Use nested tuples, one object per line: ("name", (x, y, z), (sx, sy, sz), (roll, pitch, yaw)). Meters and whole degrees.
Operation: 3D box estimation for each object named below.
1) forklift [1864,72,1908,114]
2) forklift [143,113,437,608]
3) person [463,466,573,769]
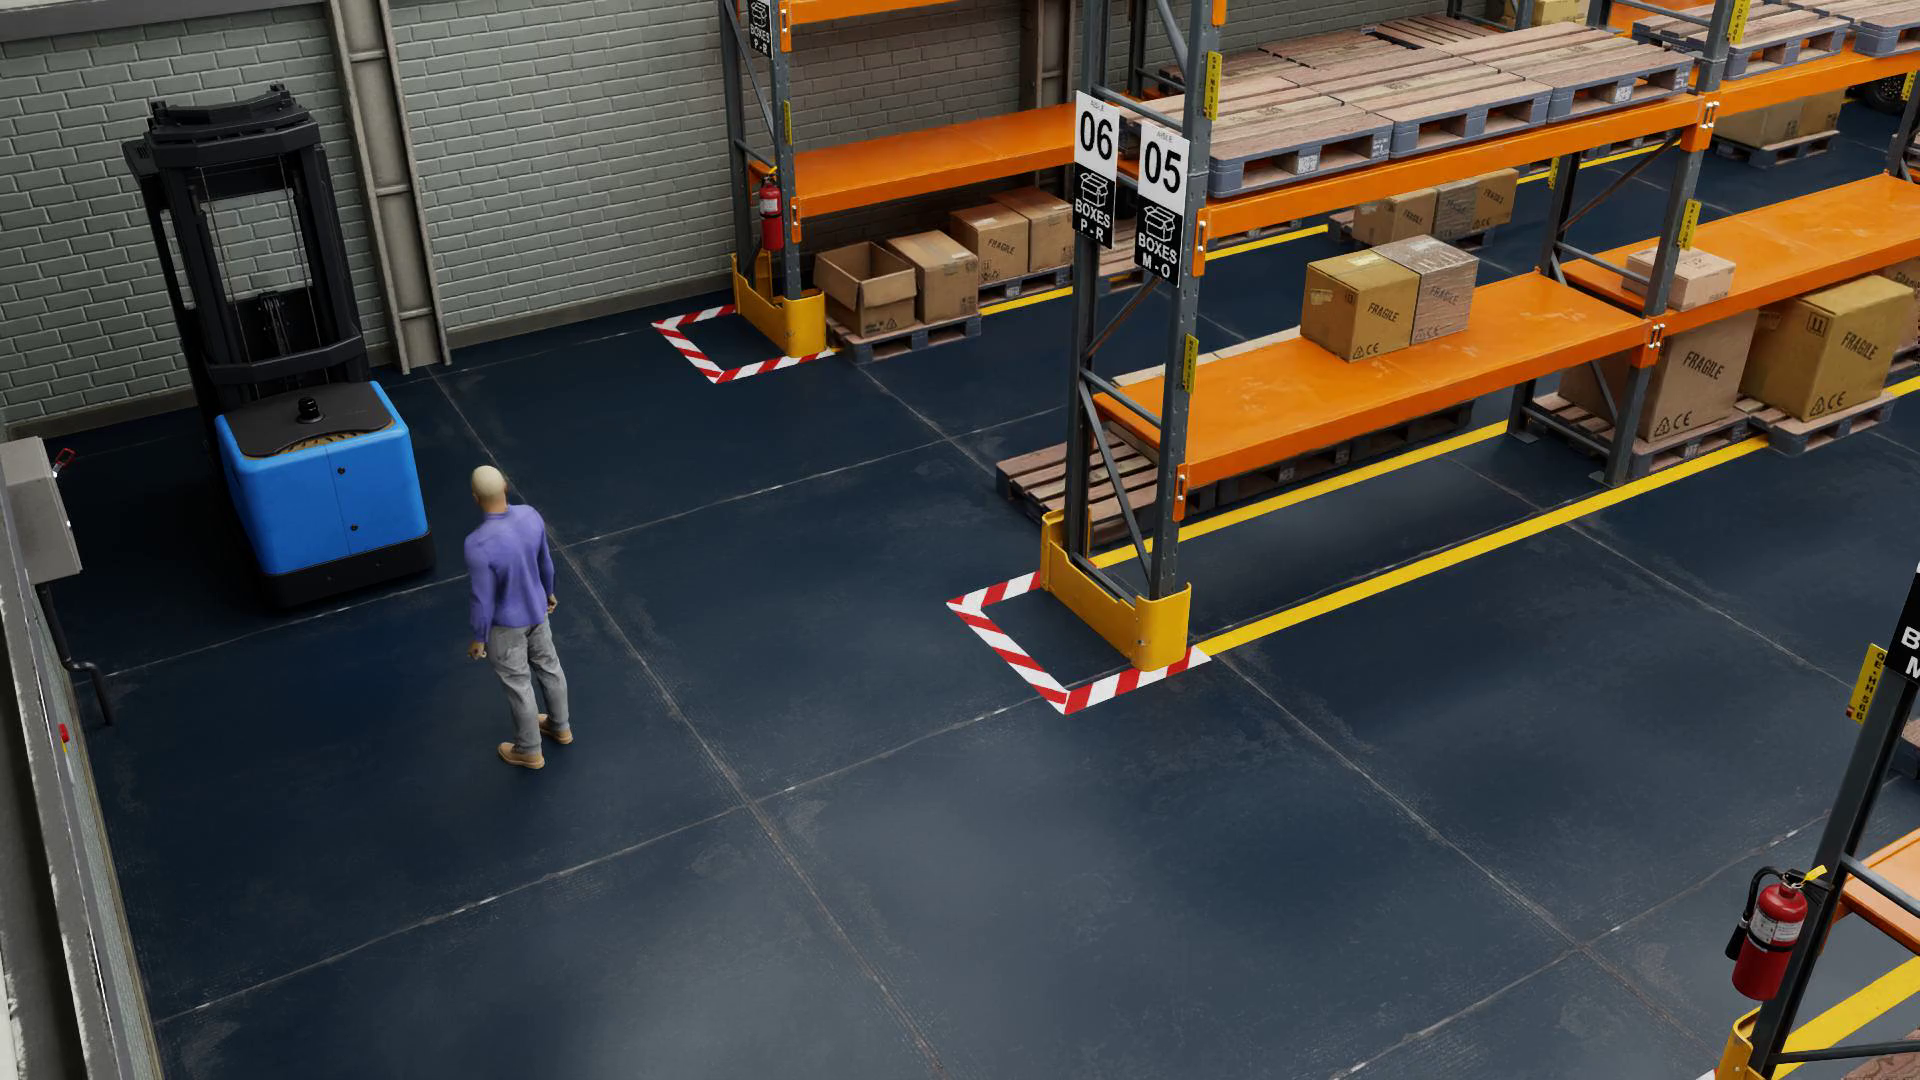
("forklift", (11.468, -5.645, 18.244), (1.214, 2.155, 2.313), (-17, 36, -26))
("forklift", (-4.289, -1.259, 10.509), (1.129, 2.768, 1.873), (-17, 36, -26))
("person", (-2.341, 0.418, 8.812), (0.377, 1.795, 0.600), (18, 36, 26))
